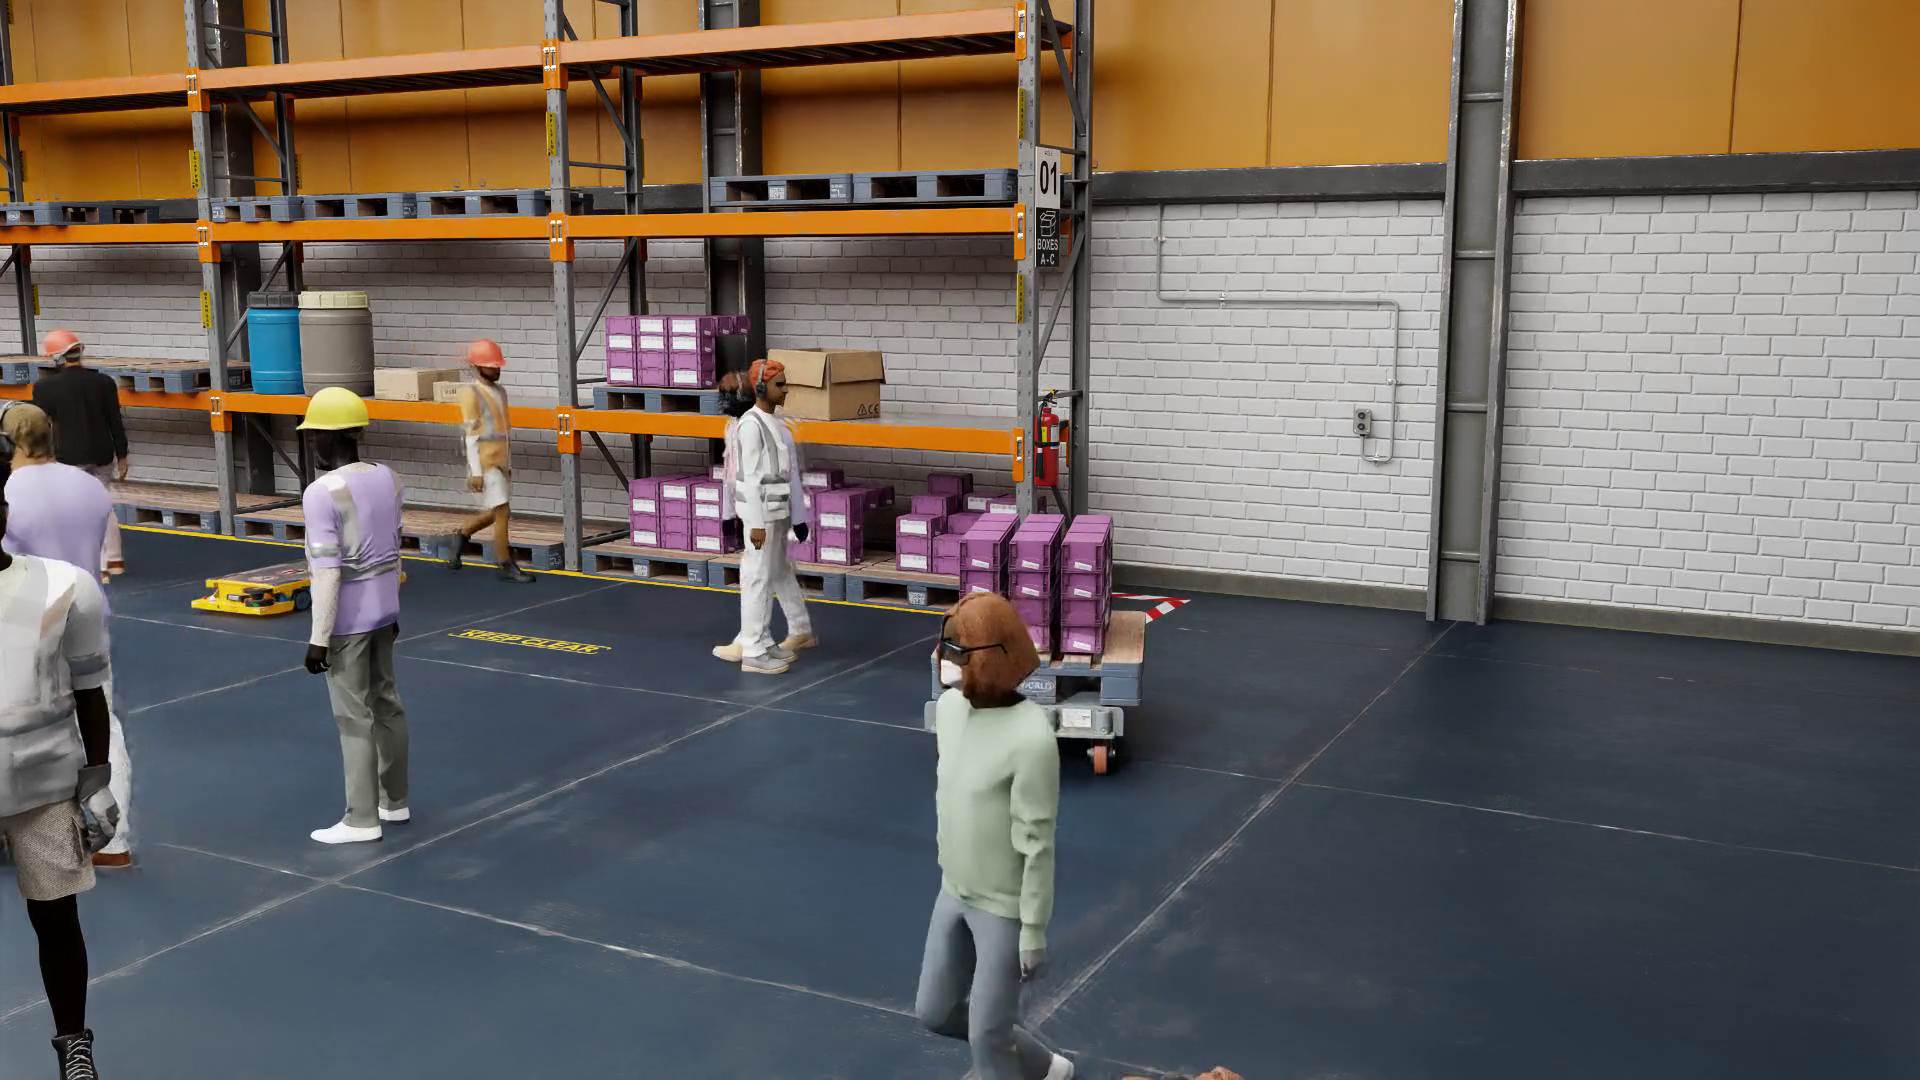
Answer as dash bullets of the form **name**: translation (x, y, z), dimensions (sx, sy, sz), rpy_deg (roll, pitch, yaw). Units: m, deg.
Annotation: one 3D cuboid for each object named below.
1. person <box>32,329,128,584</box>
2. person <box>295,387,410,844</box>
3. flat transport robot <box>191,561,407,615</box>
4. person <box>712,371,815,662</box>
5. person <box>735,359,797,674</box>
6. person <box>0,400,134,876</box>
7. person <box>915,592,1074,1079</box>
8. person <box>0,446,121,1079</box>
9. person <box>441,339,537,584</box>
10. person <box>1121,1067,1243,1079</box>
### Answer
- **person**: translation (-6.785, -0.638, 12.824), dimensions (0.642, 1.957, 0.645), rpy_deg (8, 12, 40)
- **person**: translation (-2.569, 0.319, 7.027), dimensions (0.369, 1.926, 0.594), rpy_deg (2, 9, 13)
- **flat transport robot**: translation (-4.809, 0.311, 12.172), dimensions (0.652, 0.197, 1.431), rpy_deg (4, 10, 24)
- **person**: translation (-1.252, -0.147, 10.307), dimensions (0.856, 1.795, 0.648), rpy_deg (-5, 11, -30)
- **person**: translation (-1.177, -0.148, 10.039), dimensions (0.337, 1.882, 0.585), rpy_deg (1, 9, 6)
- **person**: translation (-3.724, 0.392, 6.669), dimensions (0.960, 1.893, 0.624), rpy_deg (4, 10, 25)
- **person**: translation (0.109, 0.924, 4.252), dimensions (0.456, 1.622, 0.504), rpy_deg (-6, 11, -34)
- **person**: translation (-2.675, 0.690, 4.619), dimensions (0.610, 1.966, 0.364), rpy_deg (-5, 10, -28)
- **person**: translation (-3.684, -0.602, 12.805), dimensions (0.753, 1.904, 0.560), rpy_deg (2, 9, 13)
- **person**: translation (0.154, 1.327, 1.750), dimensions (0.526, 1.626, 0.518), rpy_deg (0, 9, 1)
